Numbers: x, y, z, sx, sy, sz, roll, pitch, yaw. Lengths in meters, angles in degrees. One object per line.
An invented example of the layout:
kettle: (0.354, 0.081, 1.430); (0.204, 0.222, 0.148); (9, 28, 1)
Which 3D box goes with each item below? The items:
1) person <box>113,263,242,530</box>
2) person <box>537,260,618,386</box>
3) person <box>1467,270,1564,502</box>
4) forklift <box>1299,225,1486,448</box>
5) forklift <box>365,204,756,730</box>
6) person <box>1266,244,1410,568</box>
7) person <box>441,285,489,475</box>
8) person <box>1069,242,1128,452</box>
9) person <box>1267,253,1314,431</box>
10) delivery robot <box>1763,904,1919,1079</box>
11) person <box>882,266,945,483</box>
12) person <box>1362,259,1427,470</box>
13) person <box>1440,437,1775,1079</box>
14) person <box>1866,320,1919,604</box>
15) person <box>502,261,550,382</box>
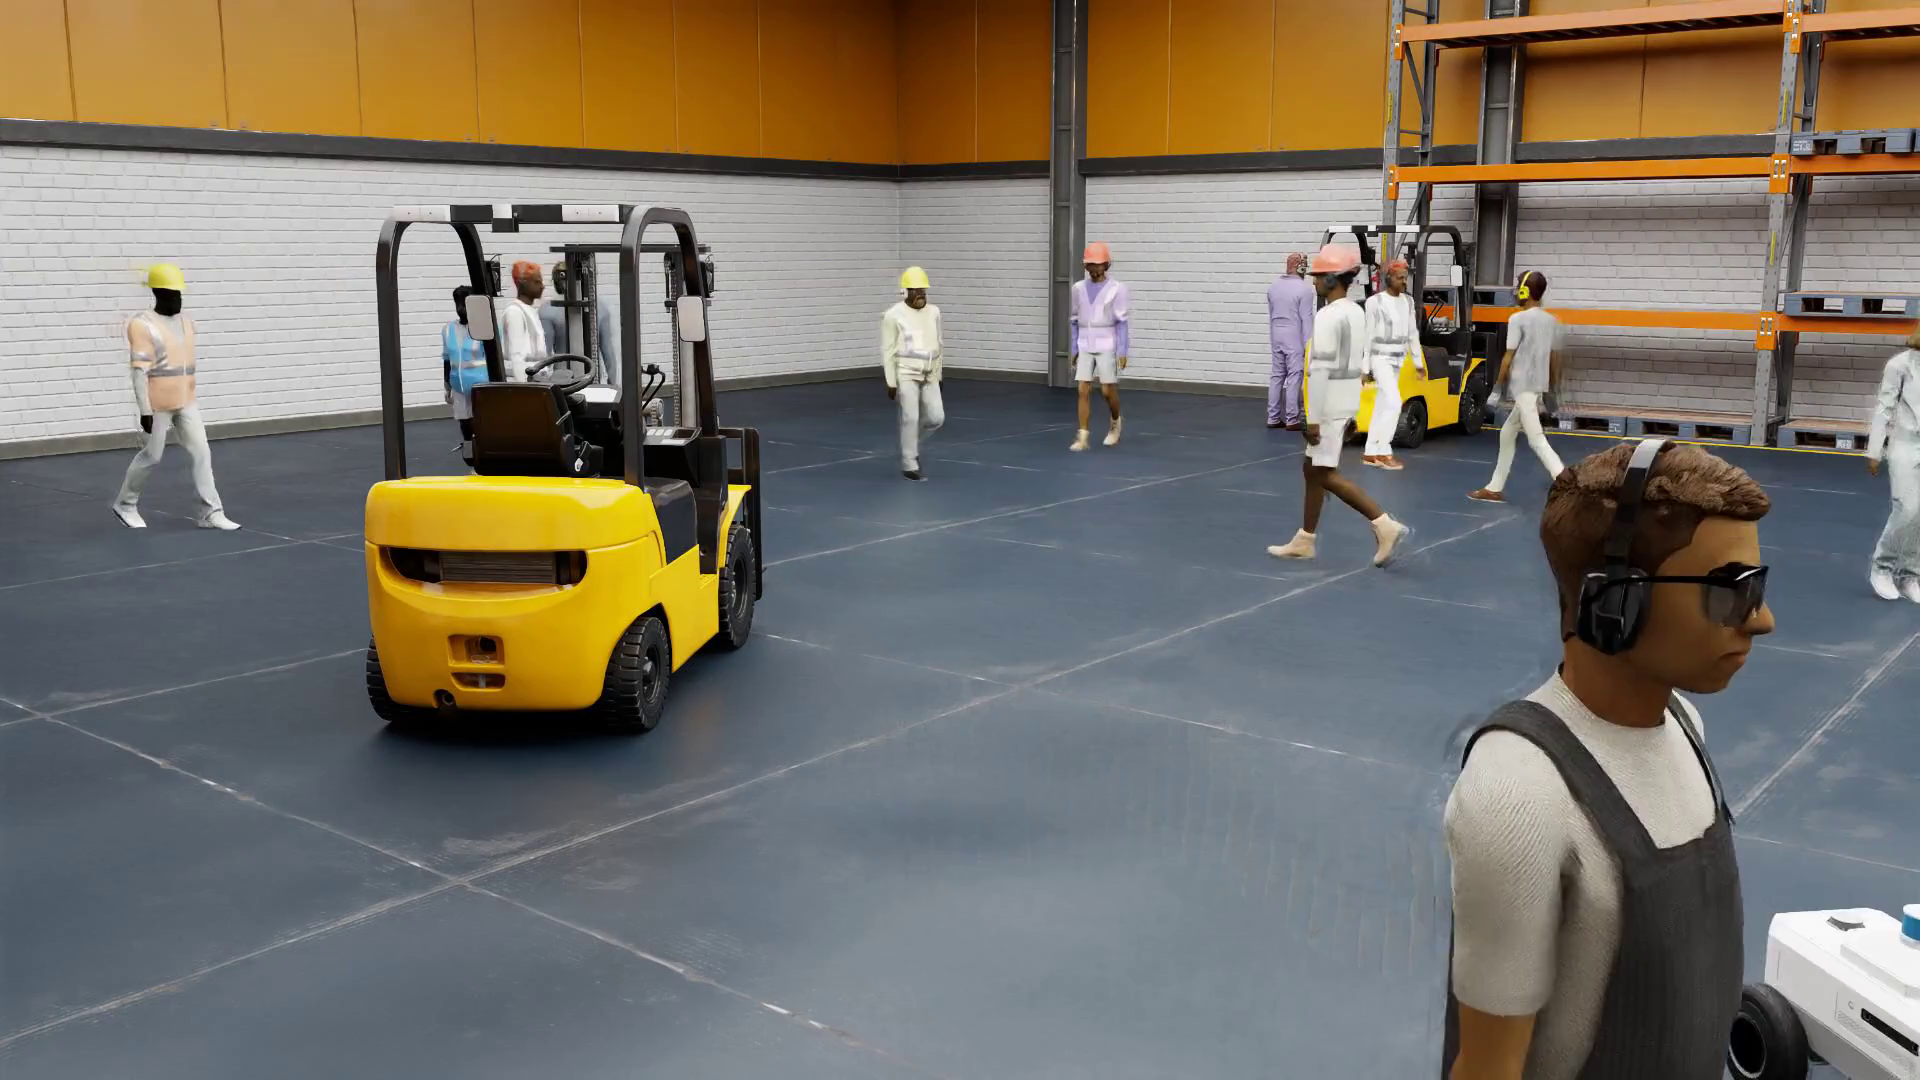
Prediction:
person: (-5.593, -0.996, 11.662); (0.967, 1.888, 0.603); (3, 11, 18)
person: (-3.102, -1.305, 13.413); (0.641, 1.881, 1.012); (-10, 14, -43)
person: (4.339, -1.129, 12.602); (0.509, 1.823, 1.005); (-9, 14, -41)
forklift: (4.449, -2.115, 16.993); (1.214, 2.155, 2.313); (8, 13, 38)
forklift: (-1.766, -0.406, 7.525); (1.214, 2.155, 2.313); (1, 10, 7)
person: (2.375, -0.818, 10.317); (0.870, 2.016, 0.617); (6, 12, 30)
person: (-3.971, -1.228, 13.498); (0.549, 1.674, 0.363); (4, 11, 21)
person: (1.354, -1.875, 16.152); (0.618, 2.024, 0.797); (6, 12, 31)
person: (3.576, -2.119, 17.843); (0.403, 1.900, 0.637); (-6, 12, -31)
delivery robot: (2.137, 1.056, 3.706); (0.477, 0.478, 0.707); (-1, 10, -8)
person: (-0.386, -1.394, 14.041); (0.616, 1.814, 0.439); (-9, 13, -39)
person: (3.875, -1.551, 14.807); (0.573, 1.861, 0.665); (-9, 13, -40)
person: (0.720, 0.779, 1.982); (0.766, 1.825, 0.529); (9, 14, 42)
person: (5.365, -0.486, 9.270); (0.517, 1.725, 0.398); (-1, 10, -6)
person: (-3.181, -1.119, 12.361); (0.414, 1.881, 0.612); (-1, 10, -4)
